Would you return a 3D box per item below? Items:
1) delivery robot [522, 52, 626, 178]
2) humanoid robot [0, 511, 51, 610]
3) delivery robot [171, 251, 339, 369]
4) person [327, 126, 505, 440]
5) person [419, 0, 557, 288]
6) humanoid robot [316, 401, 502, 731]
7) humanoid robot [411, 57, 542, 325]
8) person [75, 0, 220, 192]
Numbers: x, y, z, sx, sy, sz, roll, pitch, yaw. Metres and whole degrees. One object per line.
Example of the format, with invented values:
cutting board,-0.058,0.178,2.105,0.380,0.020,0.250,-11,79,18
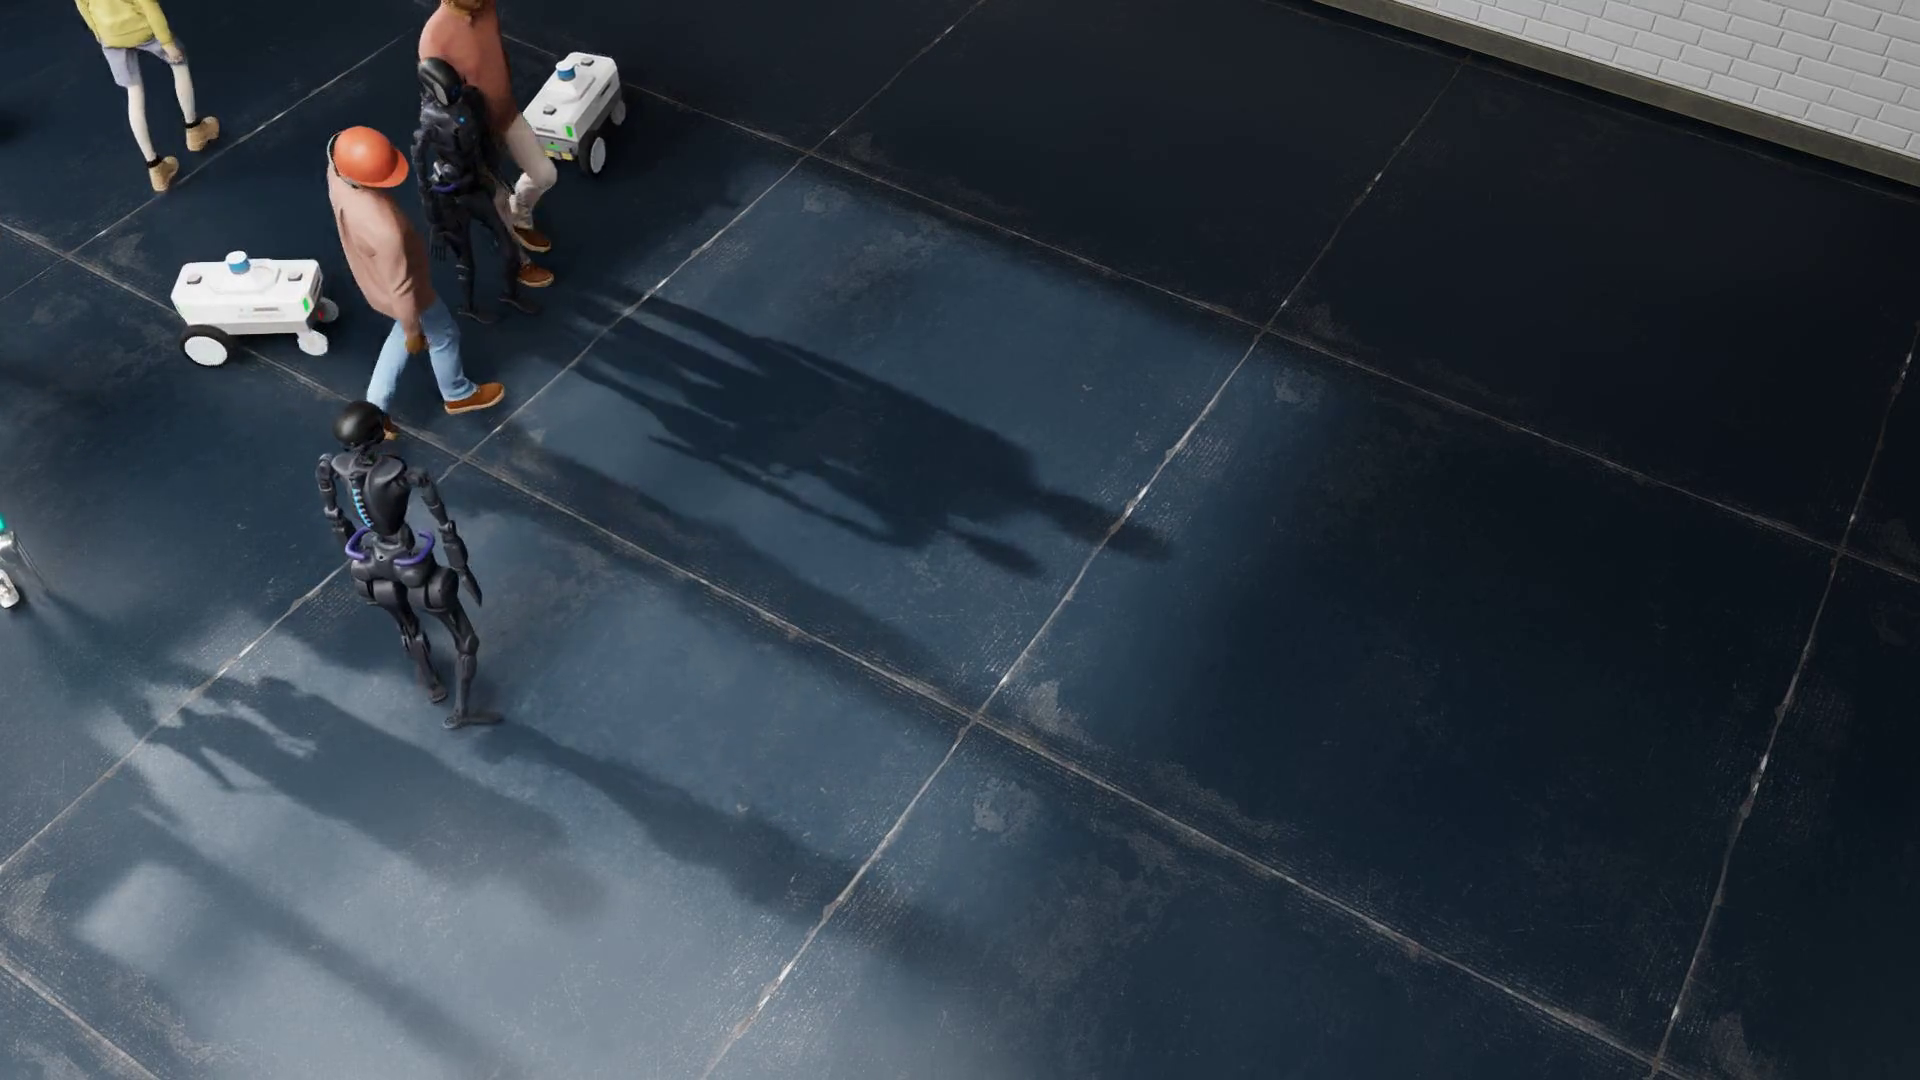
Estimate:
delivery robot,-2.294,-2.551,9.850,0.499,0.587,0.789,12,50,11
humanoid robot,-4.400,-0.276,7.168,0.531,1.890,0.799,-20,52,-17
delivery robot,-3.727,-1.242,8.724,0.803,0.614,0.499,-2,49,-2
person,-2.608,-1.165,7.734,0.720,1.924,0.637,-37,58,-27
person,-2.414,-2.141,8.550,0.438,1.977,0.631,19,52,16
humanoid robot,-2.276,0.148,6.756,0.596,1.646,0.469,8,49,7
humanoid robot,-2.523,-1.757,8.421,0.432,1.633,0.611,21,52,18
person,-4.622,-2.905,9.316,0.537,1.833,0.814,2,49,2
